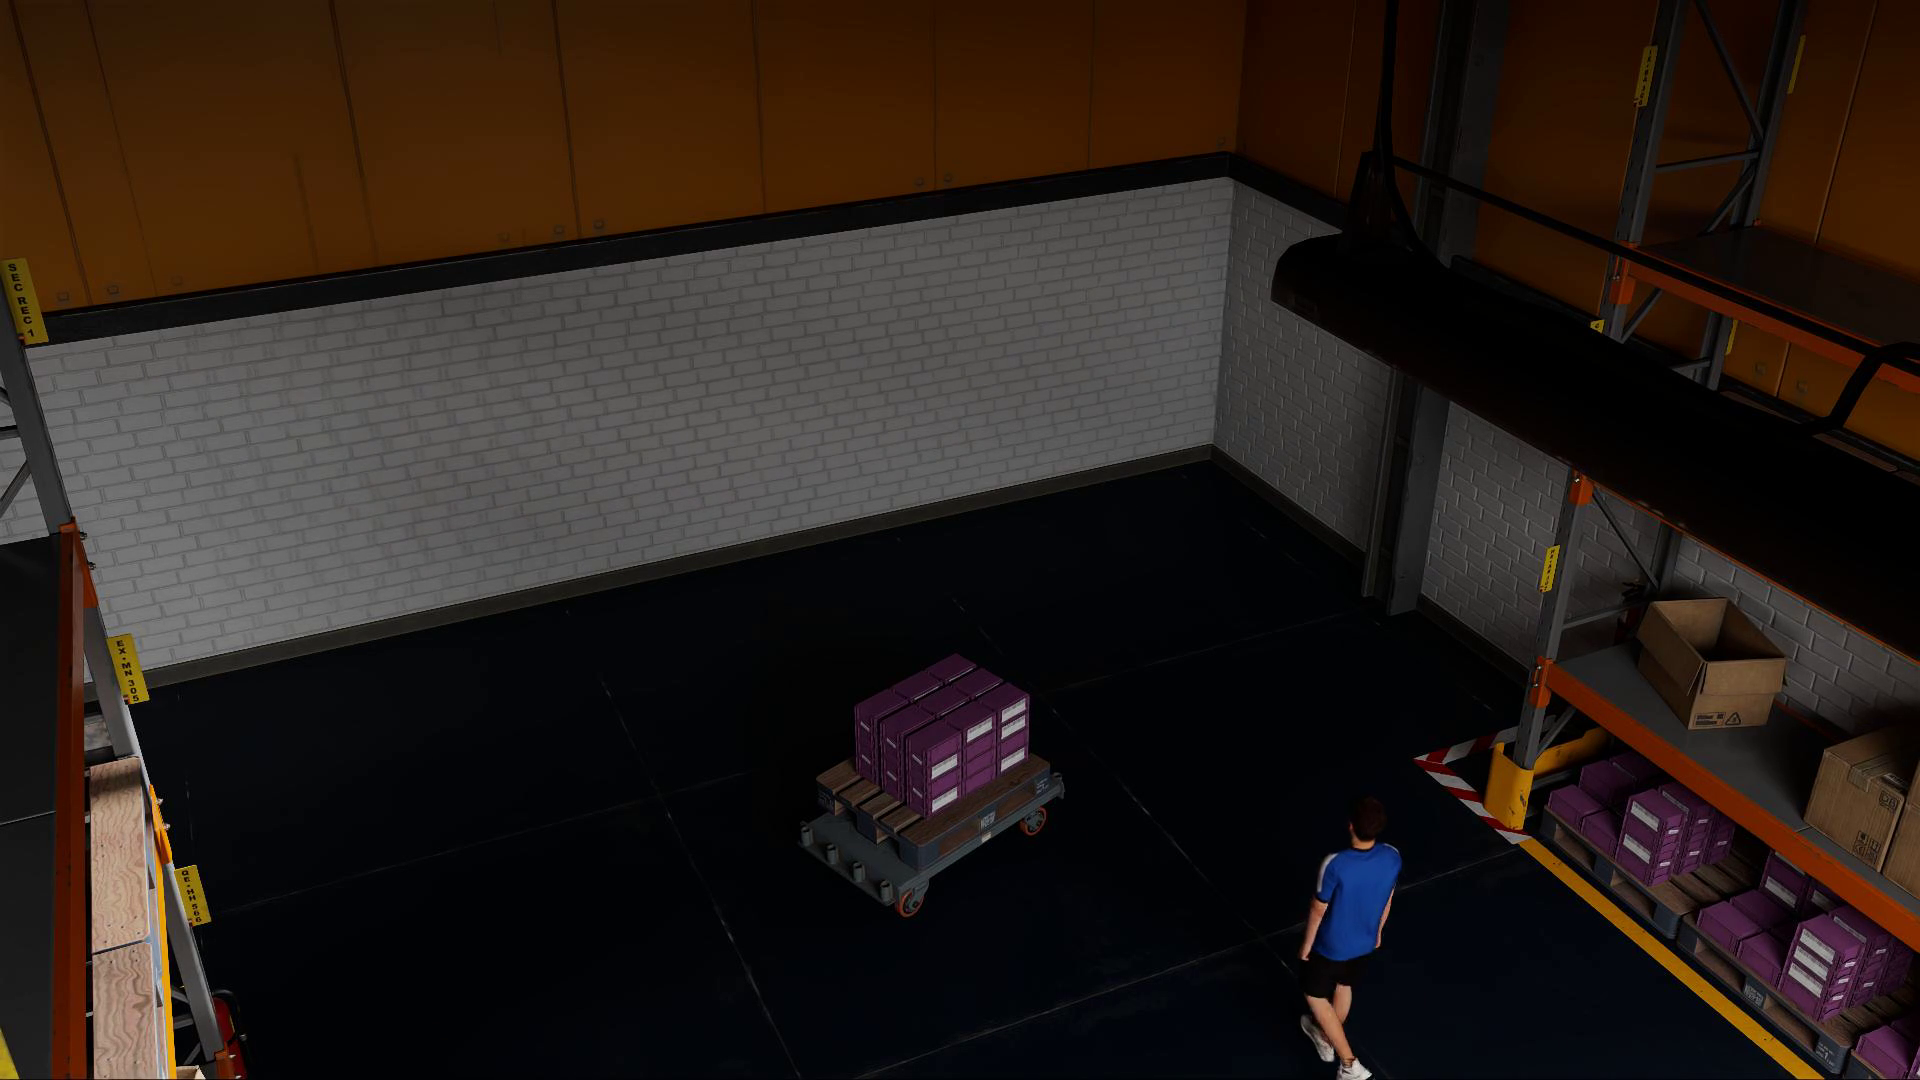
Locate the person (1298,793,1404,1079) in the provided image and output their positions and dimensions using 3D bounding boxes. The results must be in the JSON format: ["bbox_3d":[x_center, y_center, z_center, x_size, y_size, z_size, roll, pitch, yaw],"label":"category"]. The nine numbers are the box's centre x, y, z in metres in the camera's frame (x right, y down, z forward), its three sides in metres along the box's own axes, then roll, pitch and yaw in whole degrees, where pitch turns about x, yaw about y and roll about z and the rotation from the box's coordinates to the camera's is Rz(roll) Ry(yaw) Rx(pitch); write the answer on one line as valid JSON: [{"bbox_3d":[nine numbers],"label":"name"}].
[{"bbox_3d":[2.103,2.194,8.973,0.677,1.856,0.977,-11,30,-19],"label":"person"}]
